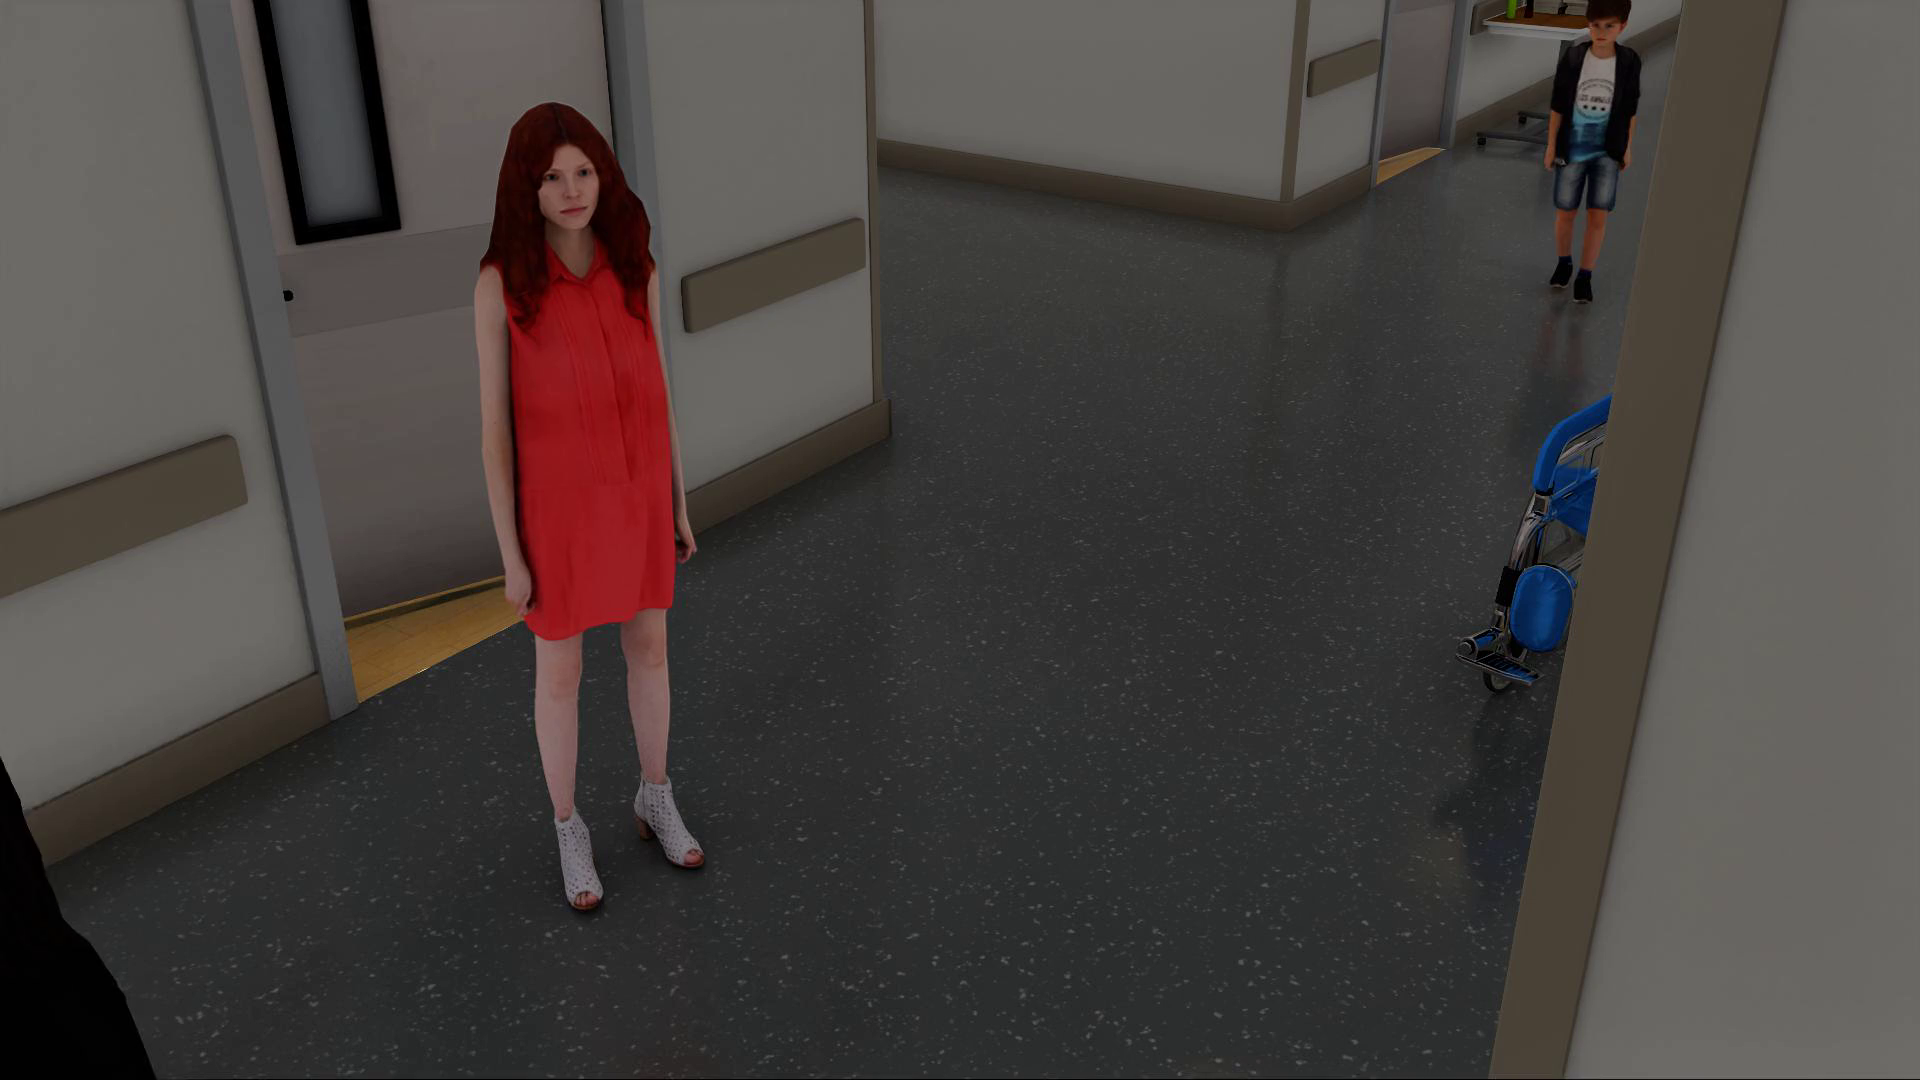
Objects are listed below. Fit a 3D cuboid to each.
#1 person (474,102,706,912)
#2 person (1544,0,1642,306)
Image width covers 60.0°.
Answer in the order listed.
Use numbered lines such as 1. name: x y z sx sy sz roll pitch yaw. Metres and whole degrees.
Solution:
1. person: -0.804 -0.034 3.652 0.556 1.827 0.720 -17 31 -32
2. person: 3.016 -1.881 7.945 0.631 1.424 0.816 11 28 22
